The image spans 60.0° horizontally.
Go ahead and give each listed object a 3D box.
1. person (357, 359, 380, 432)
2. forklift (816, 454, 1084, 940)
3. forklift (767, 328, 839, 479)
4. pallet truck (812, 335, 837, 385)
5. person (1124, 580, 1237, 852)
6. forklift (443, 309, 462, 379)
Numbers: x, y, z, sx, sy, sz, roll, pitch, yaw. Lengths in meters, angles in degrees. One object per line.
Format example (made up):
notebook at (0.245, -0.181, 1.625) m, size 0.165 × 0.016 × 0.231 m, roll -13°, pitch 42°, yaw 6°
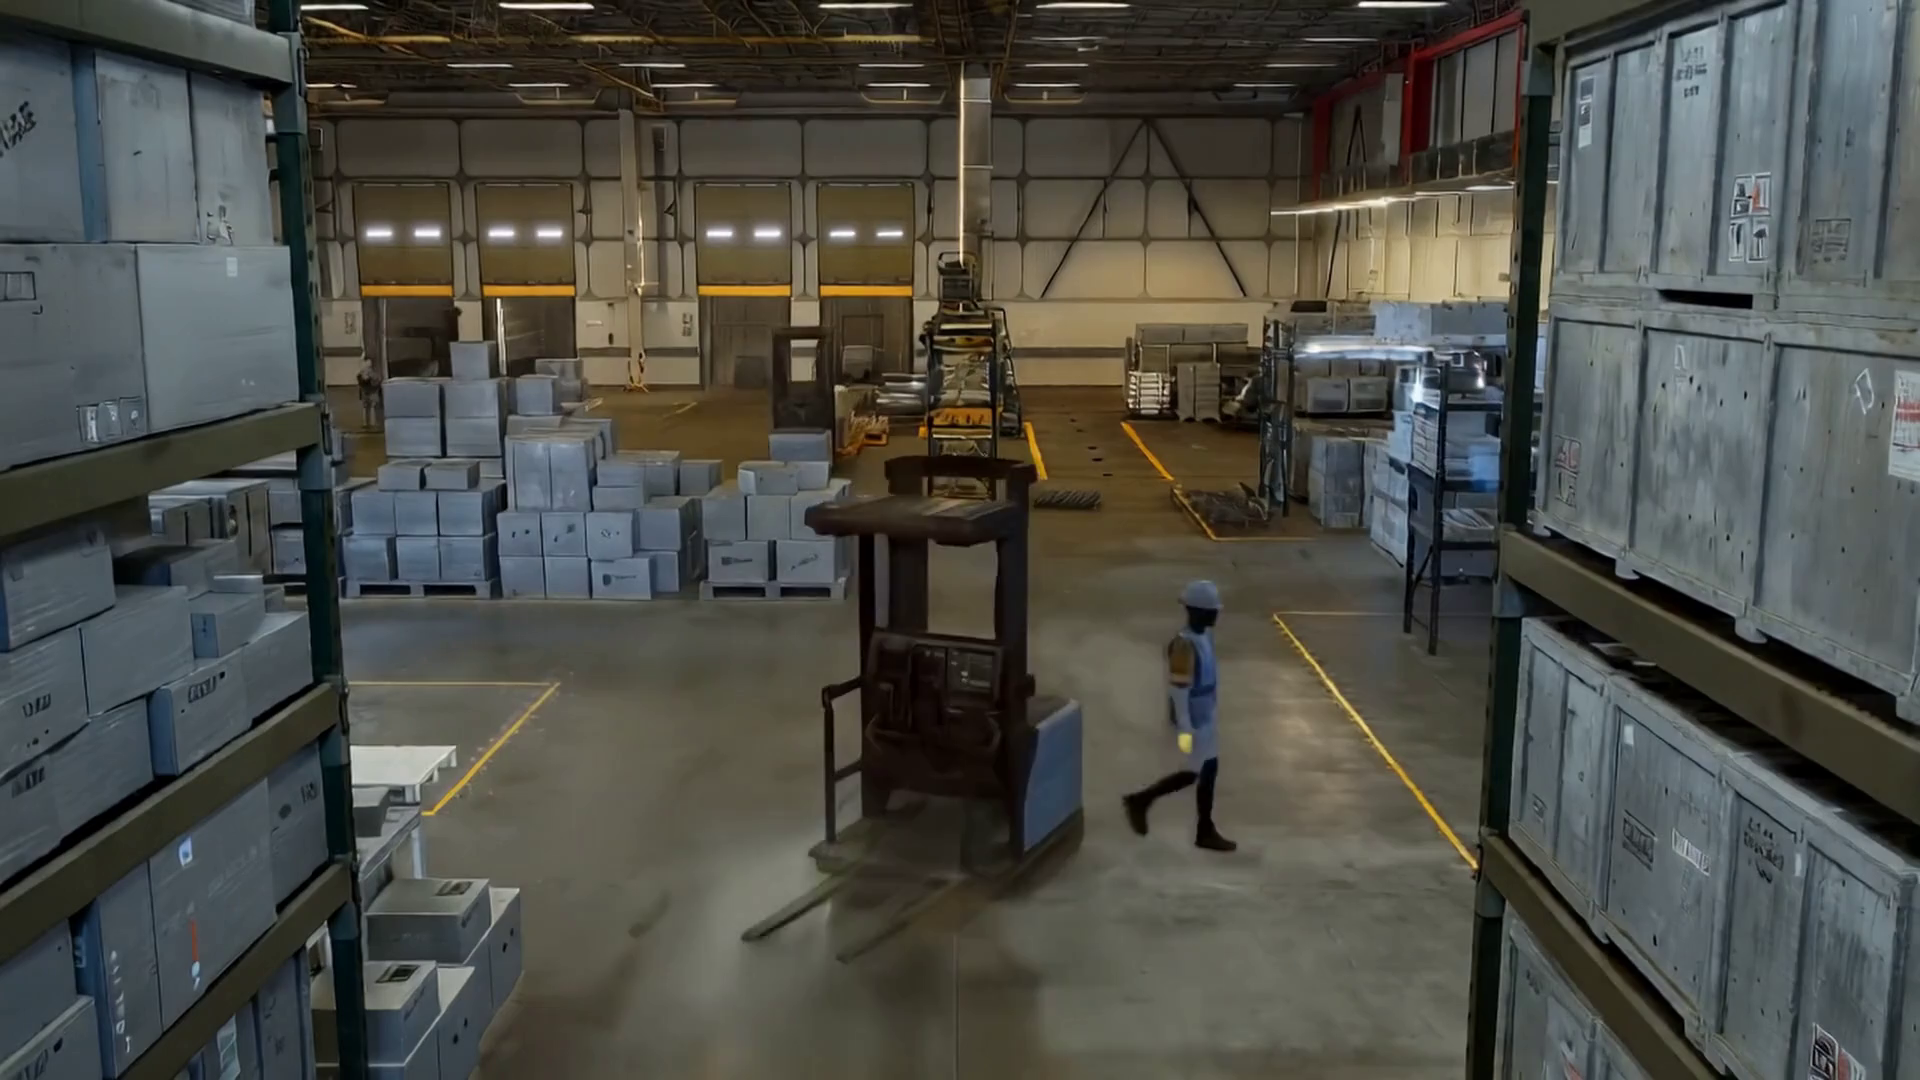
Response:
person at (-13.653, -3.342, 38.393) m, size 0.540 × 1.695 × 0.317 m, roll 0°, pitch 10°, yaw 1°
forklift at (0.009, 0.853, 10.781) m, size 1.129 × 2.768 × 1.873 m, roll 5°, pitch 11°, yaw 26°
forklift at (-2.738, -2.265, 28.771) m, size 1.129 × 2.768 × 1.873 m, roll 0°, pitch 10°, yaw 1°
pallet truck at (-3.021, -4.312, 43.126) m, size 1.885 × 1.965 × 0.823 m, roll 3°, pitch 10°, yaw 17°
person at (1.551, 1.209, 11.513) m, size 0.712 × 1.915 × 0.558 m, roll 6°, pitch 12°, yaw 32°
forklift at (-11.663, -3.918, 38.306) m, size 1.873 × 2.768 × 1.129 m, roll -3°, pitch 10°, yaw -17°
